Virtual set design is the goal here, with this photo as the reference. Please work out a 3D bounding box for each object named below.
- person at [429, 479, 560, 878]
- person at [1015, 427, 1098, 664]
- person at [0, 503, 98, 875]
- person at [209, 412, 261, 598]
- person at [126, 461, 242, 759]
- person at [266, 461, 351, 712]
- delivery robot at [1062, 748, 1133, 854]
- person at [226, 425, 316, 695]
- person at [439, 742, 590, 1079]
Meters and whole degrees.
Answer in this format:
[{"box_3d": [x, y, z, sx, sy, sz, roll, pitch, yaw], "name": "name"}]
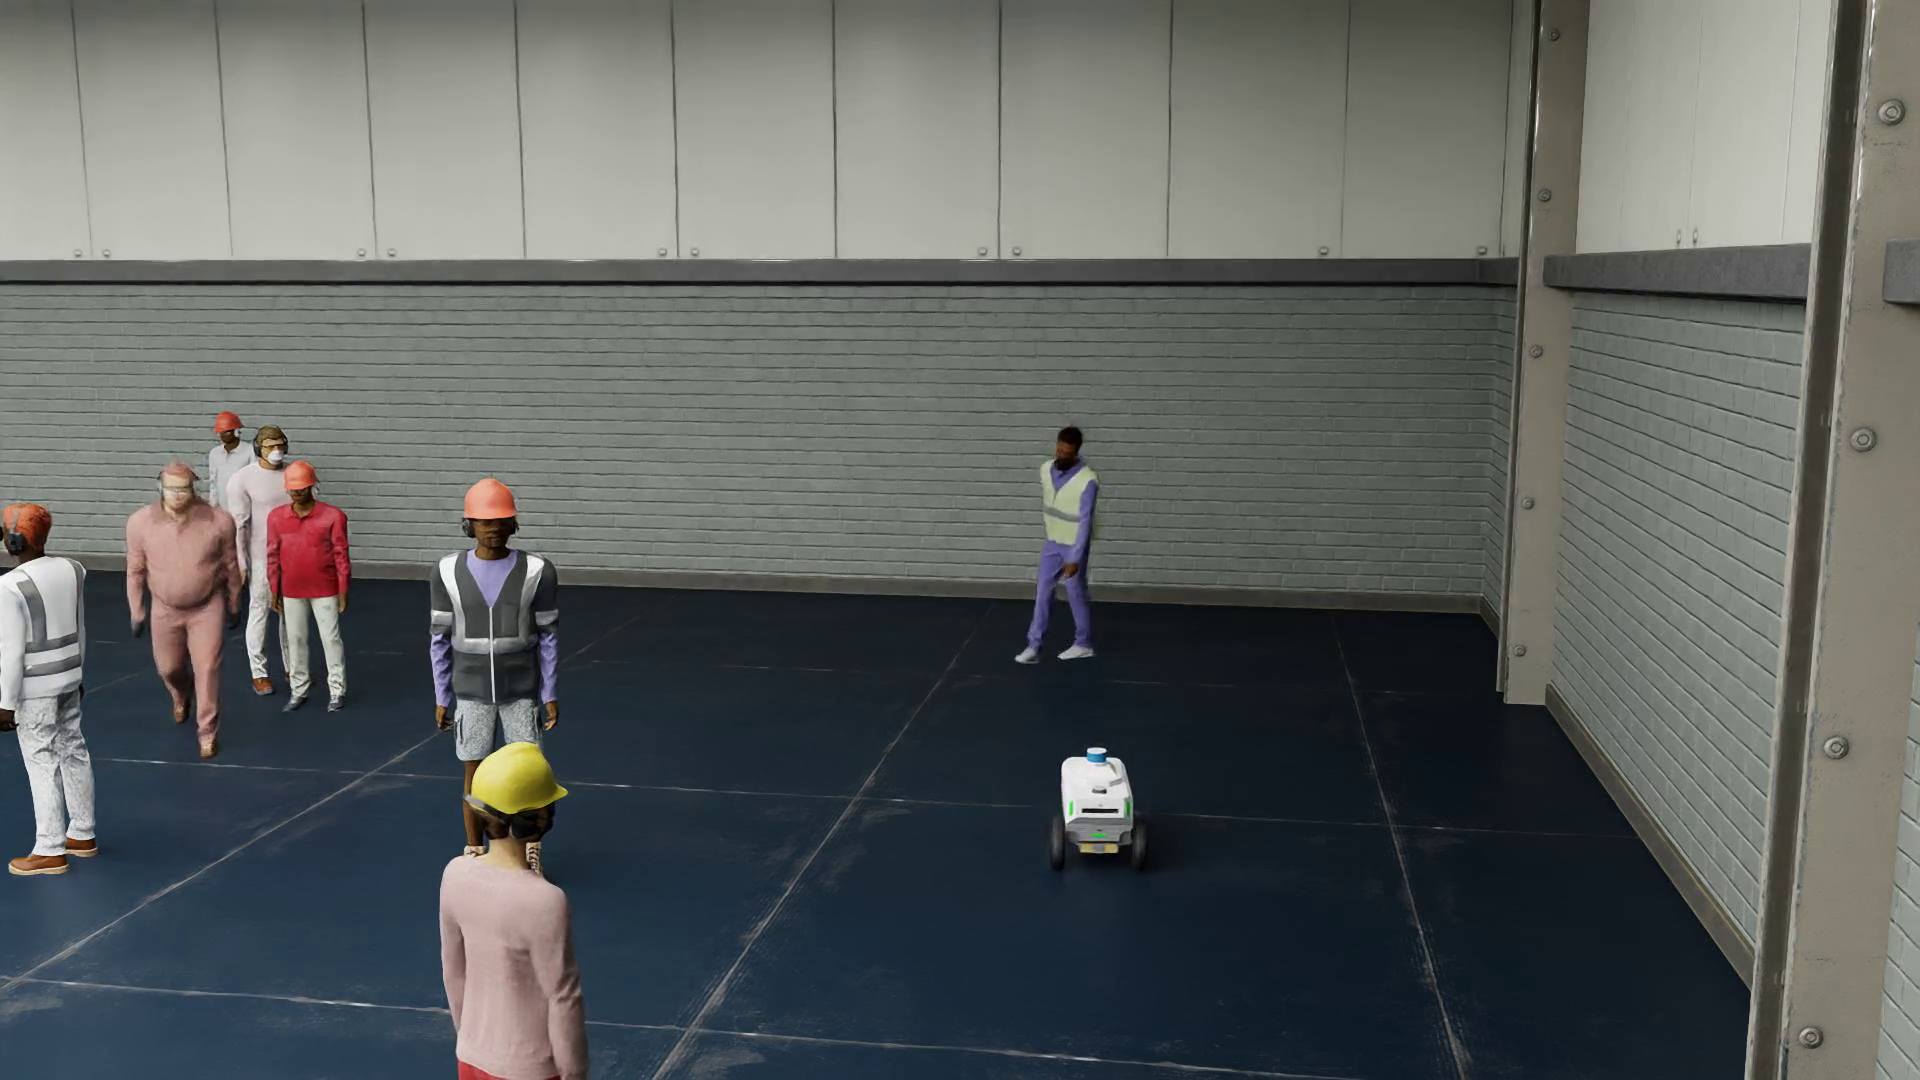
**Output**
[{"box_3d": [-2.239, 0.719, 8.040, 0.609, 2.048, 0.363, -2, 9, -10], "name": "person"}, {"box_3d": [0.755, 0.056, 12.713, 0.901, 1.854, 0.680, -9, 13, -44], "name": "person"}, {"box_3d": [-4.630, 0.744, 8.394, 0.355, 1.884, 0.575, 1, 9, 8], "name": "person"}, {"box_3d": [-6.707, -0.324, 15.425, 0.565, 1.740, 0.356, 2, 9, 13], "name": "person"}, {"box_3d": [-4.905, 0.401, 10.577, 0.657, 1.877, 0.775, -3, 10, -18], "name": "person"}, {"box_3d": [-4.480, 0.322, 11.428, 0.570, 1.743, 0.352, 0, 9, -1], "name": "person"}, {"box_3d": [0.707, 1.321, 8.628, 0.477, 0.478, 0.707, 0, 9, 1], "name": "delivery robot"}, {"box_3d": [-4.934, 0.132, 11.996, 0.356, 1.938, 0.633, 7, 12, 39], "name": "person"}, {"box_3d": [-1.199, 1.422, 4.568, 0.523, 1.769, 0.319, 7, 12, 37], "name": "person"}]
